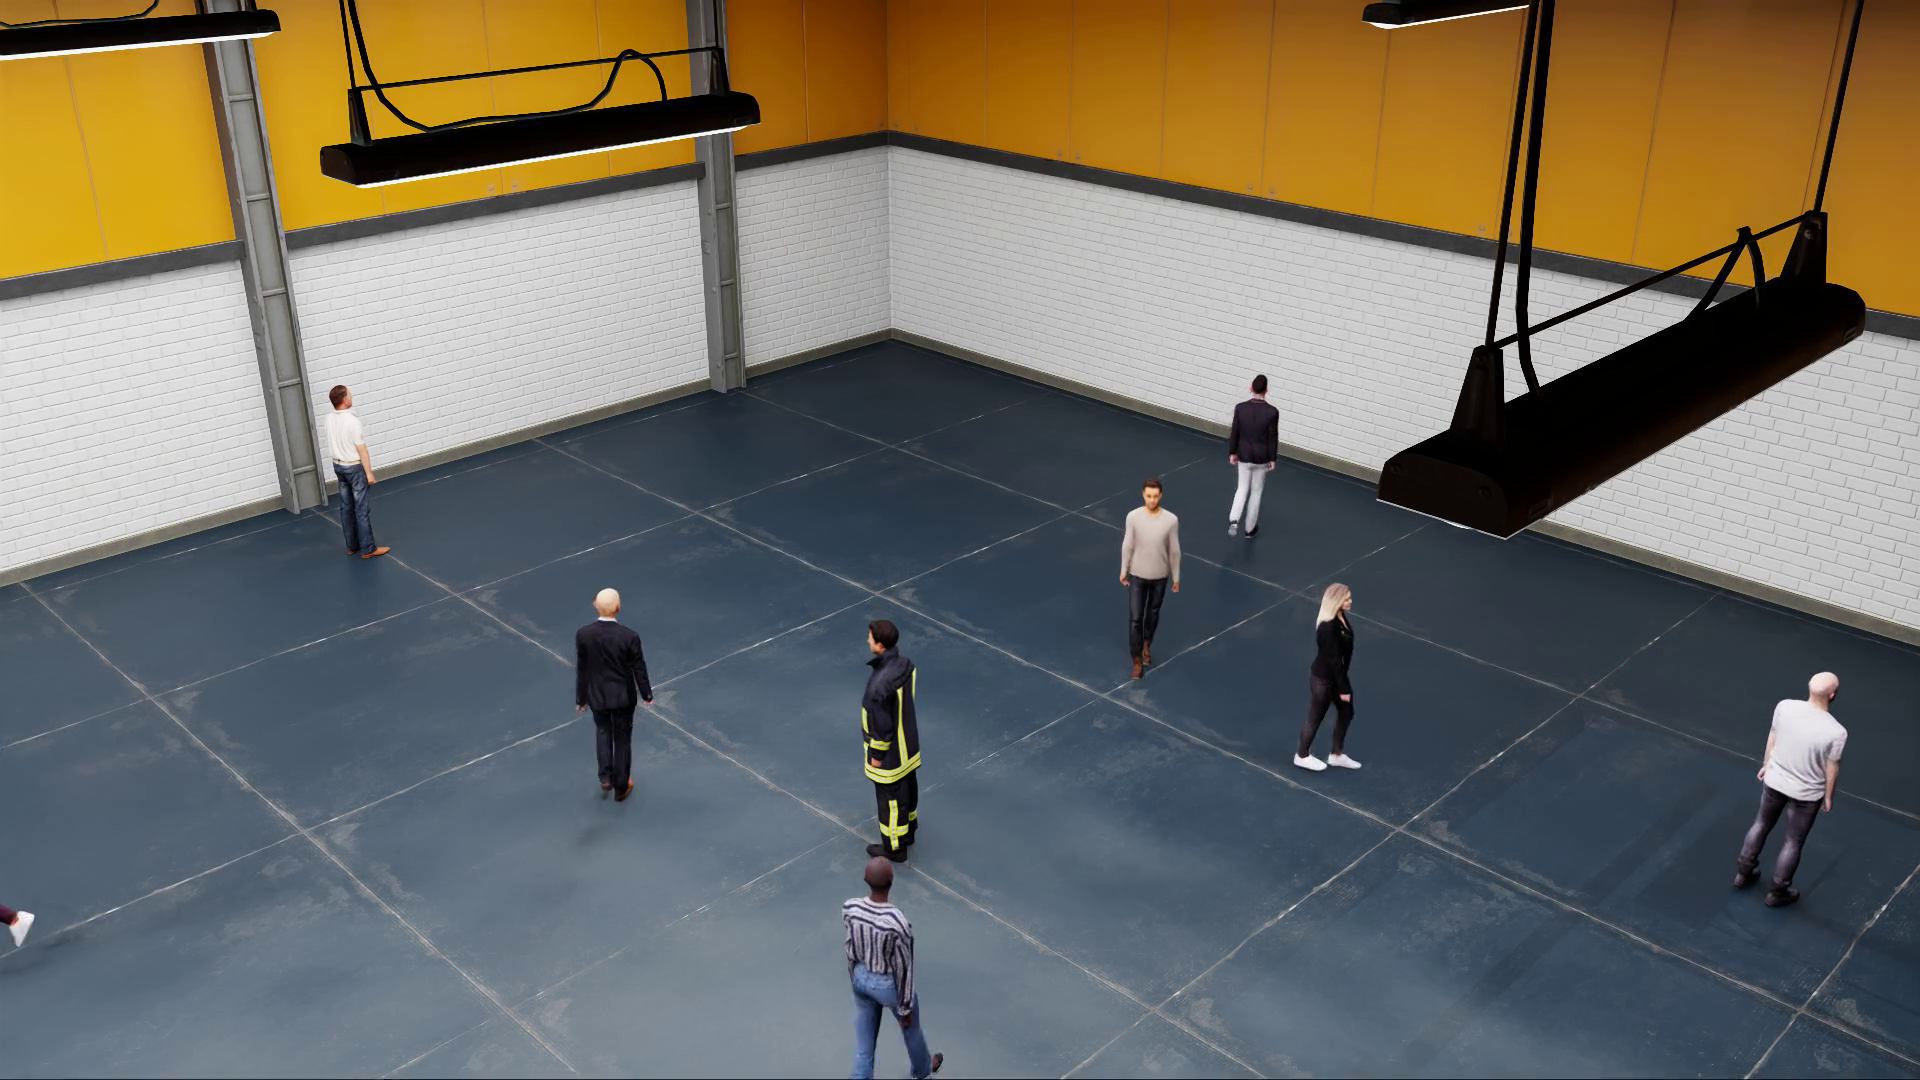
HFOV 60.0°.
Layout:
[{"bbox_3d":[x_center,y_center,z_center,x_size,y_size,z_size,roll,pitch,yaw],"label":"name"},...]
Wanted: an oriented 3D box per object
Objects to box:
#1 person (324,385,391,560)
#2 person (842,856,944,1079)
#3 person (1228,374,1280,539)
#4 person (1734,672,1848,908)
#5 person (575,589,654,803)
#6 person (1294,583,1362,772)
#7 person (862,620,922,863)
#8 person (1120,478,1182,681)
[{"bbox_3d":[-6.337,-0.717,17.269,0.712,1.856,0.655,14,27,29],"label":"person"},{"bbox_3d":[-0.504,2.685,9.605,0.857,1.762,1.135,12,26,26],"label":"person"},{"bbox_3d":[3.081,-0.827,17.560,0.818,1.825,0.960,11,26,24],"label":"person"},{"bbox_3d":[5.844,1.740,11.684,0.661,1.829,0.717,-15,28,-31],"label":"person"},{"bbox_3d":[-2.714,1.246,12.860,0.826,1.791,0.874,1,24,2],"label":"person"},{"bbox_3d":[2.849,1.113,13.321,0.819,1.666,0.802,10,26,22],"label":"person"},{"bbox_3d":[-0.501,1.459,12.205,0.956,1.925,0.810,7,25,16],"label":"person"},{"bbox_3d":[1.700,0.279,15.004,1.038,1.846,1.105,0,24,1],"label":"person"}]
